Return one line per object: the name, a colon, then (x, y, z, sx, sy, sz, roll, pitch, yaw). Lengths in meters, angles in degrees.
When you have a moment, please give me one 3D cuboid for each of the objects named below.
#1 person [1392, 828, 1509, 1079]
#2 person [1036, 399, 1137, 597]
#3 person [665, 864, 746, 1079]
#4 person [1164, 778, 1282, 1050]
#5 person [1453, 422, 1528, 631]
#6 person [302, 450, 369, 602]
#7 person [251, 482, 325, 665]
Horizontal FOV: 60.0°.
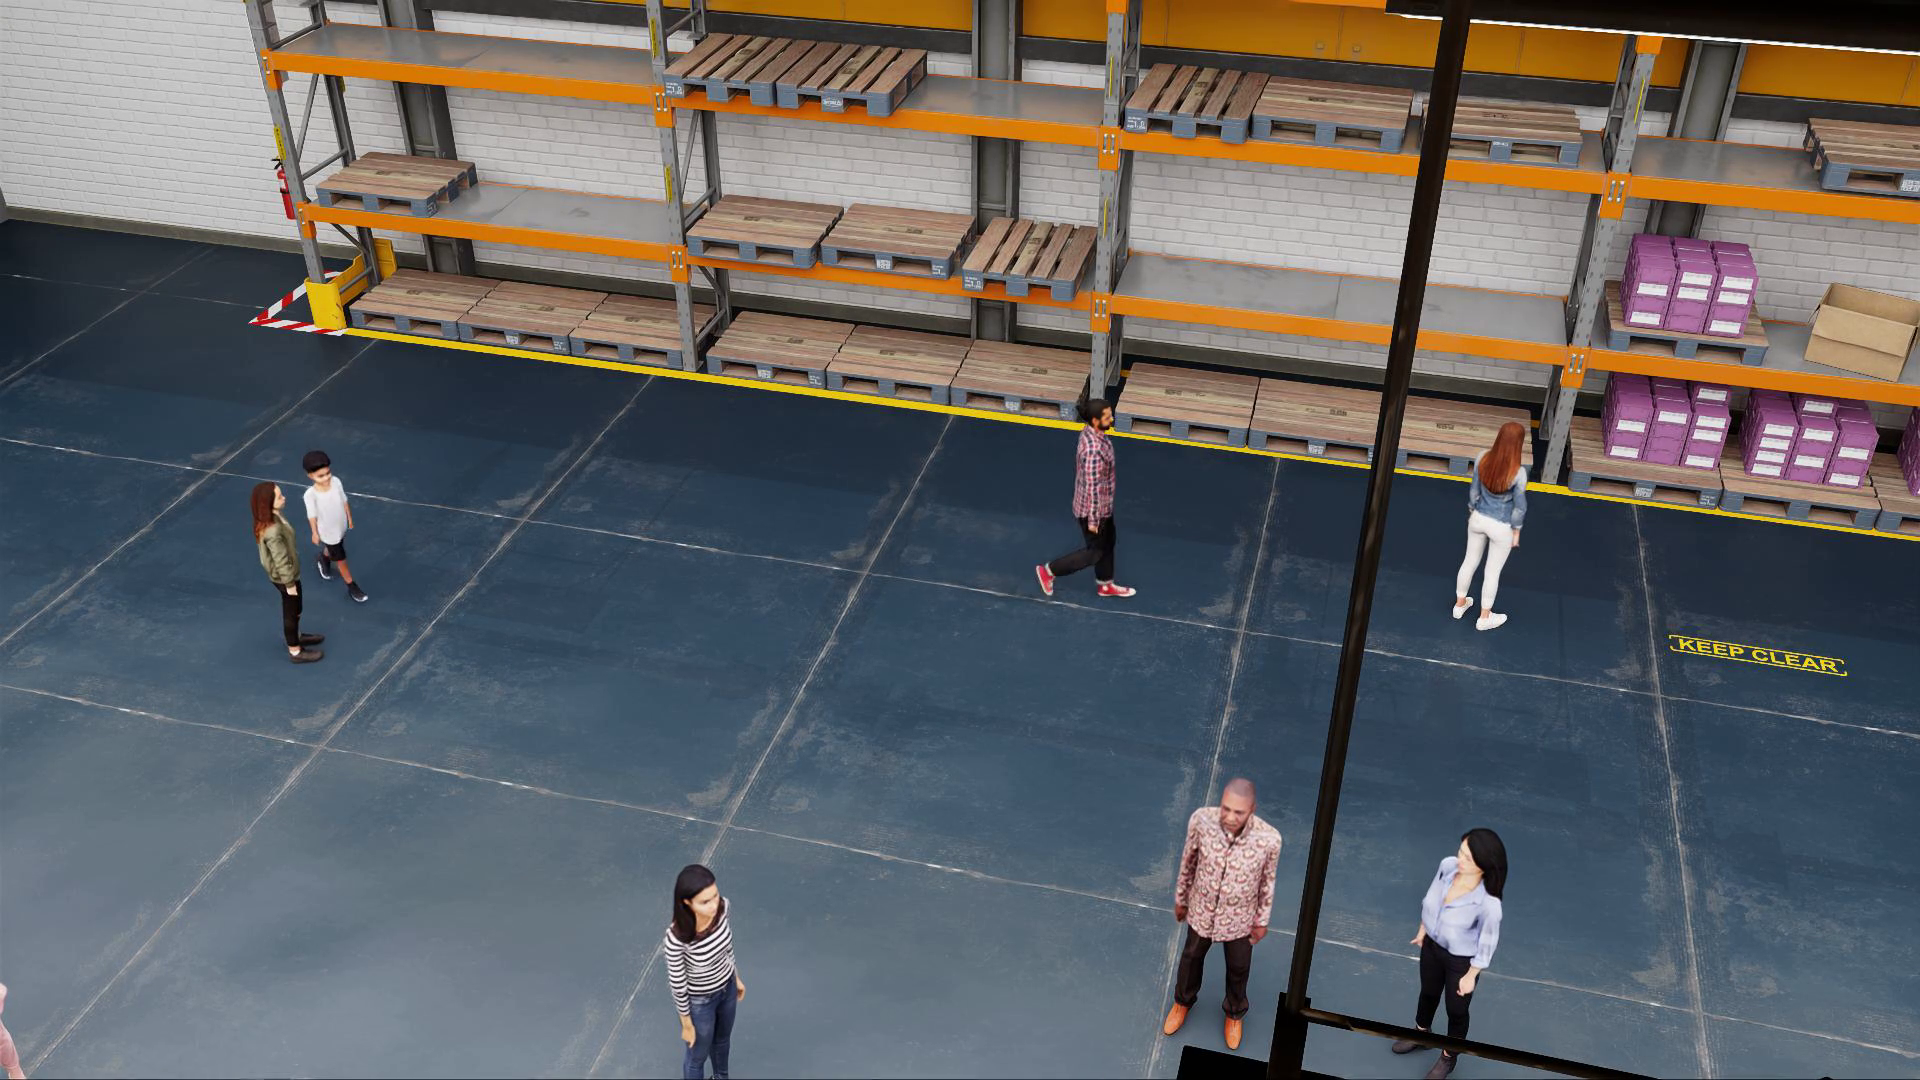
person: (2.611, 2.193, 8.798, 0.770, 1.744, 0.726, -15, 36, -21)
person: (0.949, -0.274, 12.514, 1.059, 1.739, 0.801, 3, 34, 4)
person: (-1.296, 2.346, 8.521, 0.603, 1.796, 0.646, 21, 39, 29)
person: (1.433, 1.991, 9.044, 0.526, 1.808, 0.739, 10, 35, 15)
person: (3.930, -0.109, 12.298, 0.750, 1.702, 0.647, -25, 41, -32)
person: (-4.870, -0.147, 12.779, 0.945, 1.234, 0.702, 22, 40, 30)
person: (-4.884, 0.222, 12.006, 0.677, 1.475, 0.642, -13, 36, -19)
